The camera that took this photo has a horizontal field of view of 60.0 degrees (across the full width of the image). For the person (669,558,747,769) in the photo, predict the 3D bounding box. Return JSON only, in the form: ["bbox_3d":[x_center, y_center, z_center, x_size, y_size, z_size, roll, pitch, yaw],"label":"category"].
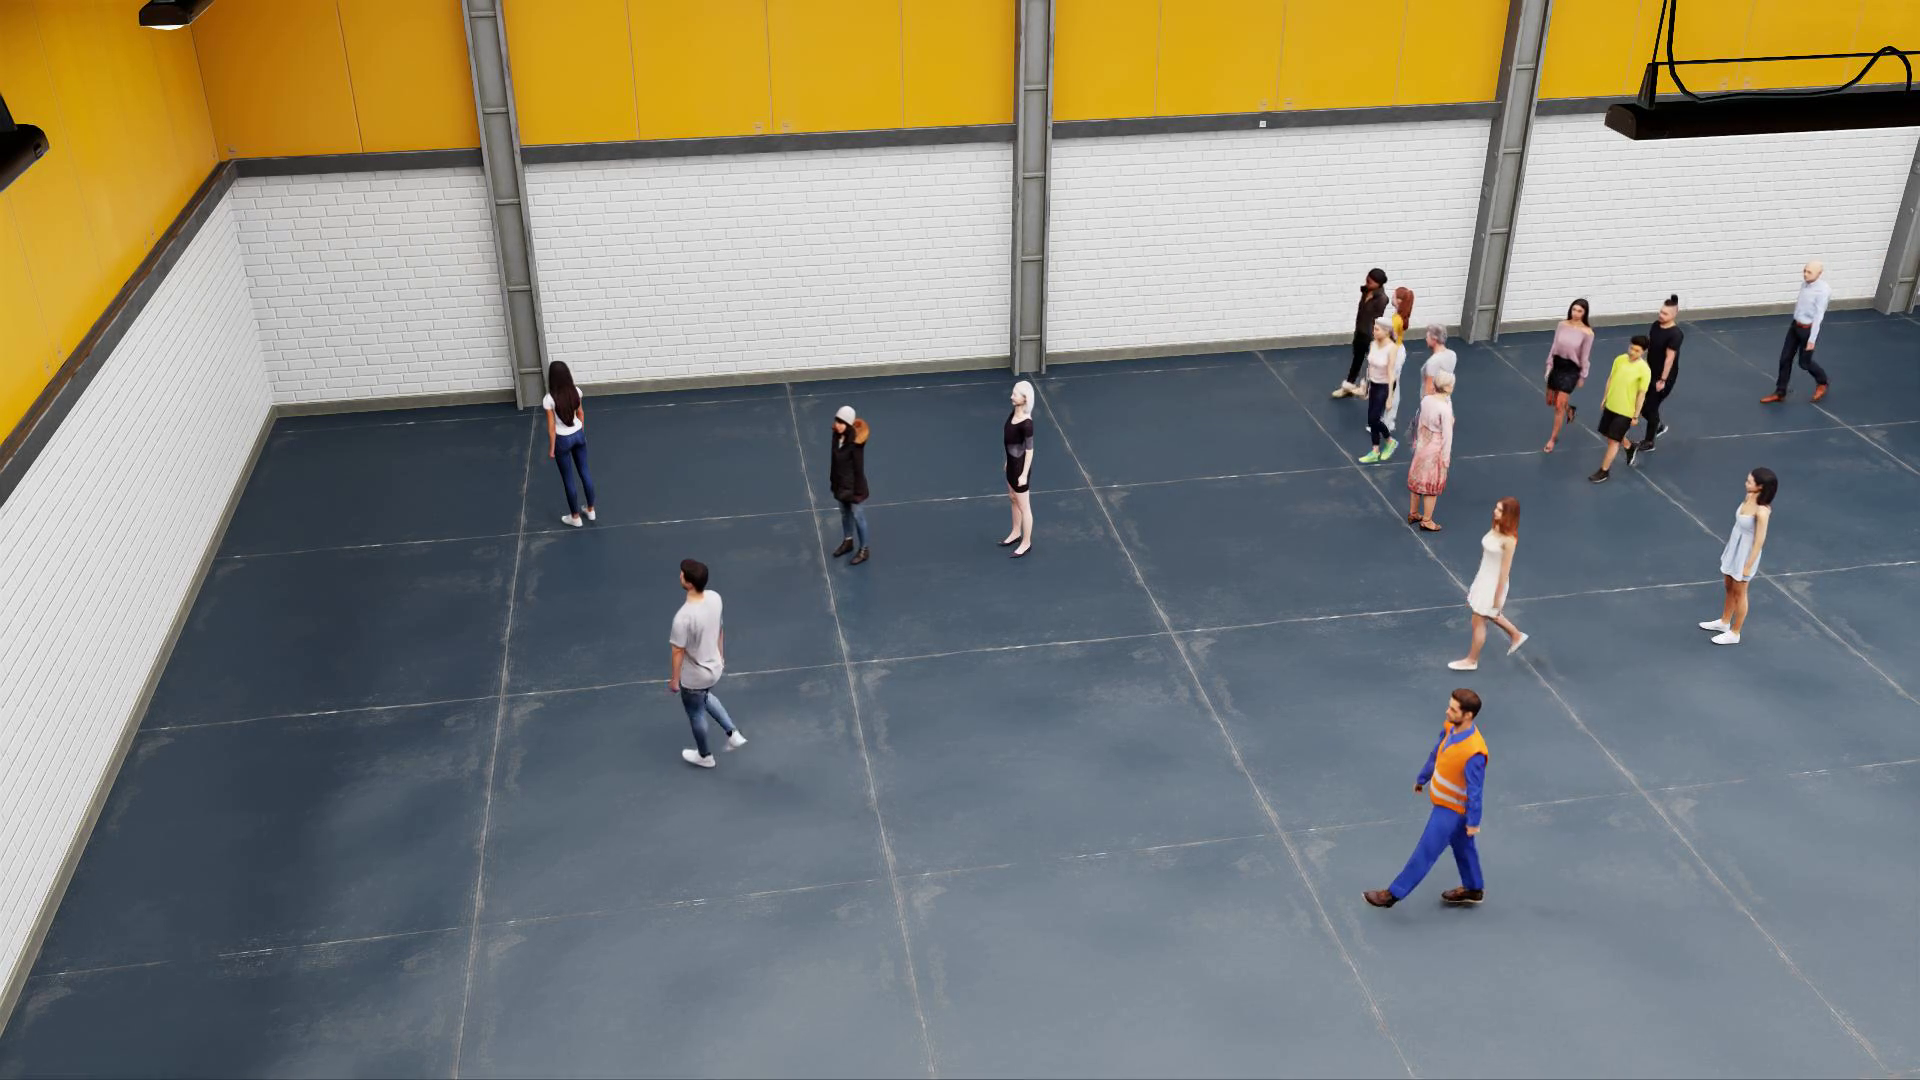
[{"bbox_3d":[-1.975,1.011,13.043,0.939,1.876,0.875,13,31,23],"label":"person"}]

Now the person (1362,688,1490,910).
[{"bbox_3d":[3.520,1.839,11.584,1.184,1.819,0.798,-2,29,-4],"label":"person"}]

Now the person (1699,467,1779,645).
[{"bbox_3d":[6.993,0.129,14.811,0.603,1.730,0.637,2,29,3],"label":"person"}]

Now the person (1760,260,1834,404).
[{"bbox_3d":[9.936,-2.412,19.435,1.034,1.765,0.668,-6,29,-11],"label":"person"}]

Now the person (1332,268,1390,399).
[{"bbox_3d":[4.672,-2.384,19.492,0.776,1.659,0.696,-10,30,-17],"label":"person"}]

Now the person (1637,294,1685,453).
[{"bbox_3d":[7.751,-1.834,18.283,0.685,1.853,0.717,-5,29,-9],"label":"person"}]

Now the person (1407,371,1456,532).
[{"bbox_3d":[4.745,-0.898,16.728,0.655,1.698,0.656,-13,31,-23],"label":"person"}]

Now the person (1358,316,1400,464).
[{"bbox_3d":[4.647,-1.629,18.076,0.721,1.690,0.681,-11,30,-19],"label":"person"}]

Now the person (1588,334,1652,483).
[{"bbox_3d":[7.106,-1.438,17.733,1.030,1.684,0.816,-13,31,-22],"label":"person"}]

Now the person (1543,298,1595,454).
[{"bbox_3d":[6.724,-1.836,18.347,0.999,1.795,0.871,-23,36,-35],"label":"person"}]

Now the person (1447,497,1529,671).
[{"bbox_3d":[4.684,0.382,14.385,0.965,1.694,0.671,0,29,0],"label":"person"}]

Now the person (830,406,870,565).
[{"bbox_3d":[-1.067,-0.554,16.167,0.726,1.632,0.761,25,37,38],"label":"person"}]

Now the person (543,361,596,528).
[{"bbox_3d":[-3.942,-0.980,16.798,0.733,1.774,0.643,24,37,37],"label":"person"}]

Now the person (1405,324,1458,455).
[{"bbox_3d":[5.056,-1.344,17.448,0.930,1.792,0.840,22,35,34],"label":"person"}]

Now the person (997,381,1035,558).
[{"bbox_3d":[0.578,-0.703,16.234,0.560,1.830,0.616,-10,30,-18],"label":"person"}]

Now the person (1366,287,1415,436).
[{"bbox_3d":[4.887,-2.027,18.743,0.747,1.750,0.690,18,33,29],"label":"person"}]
